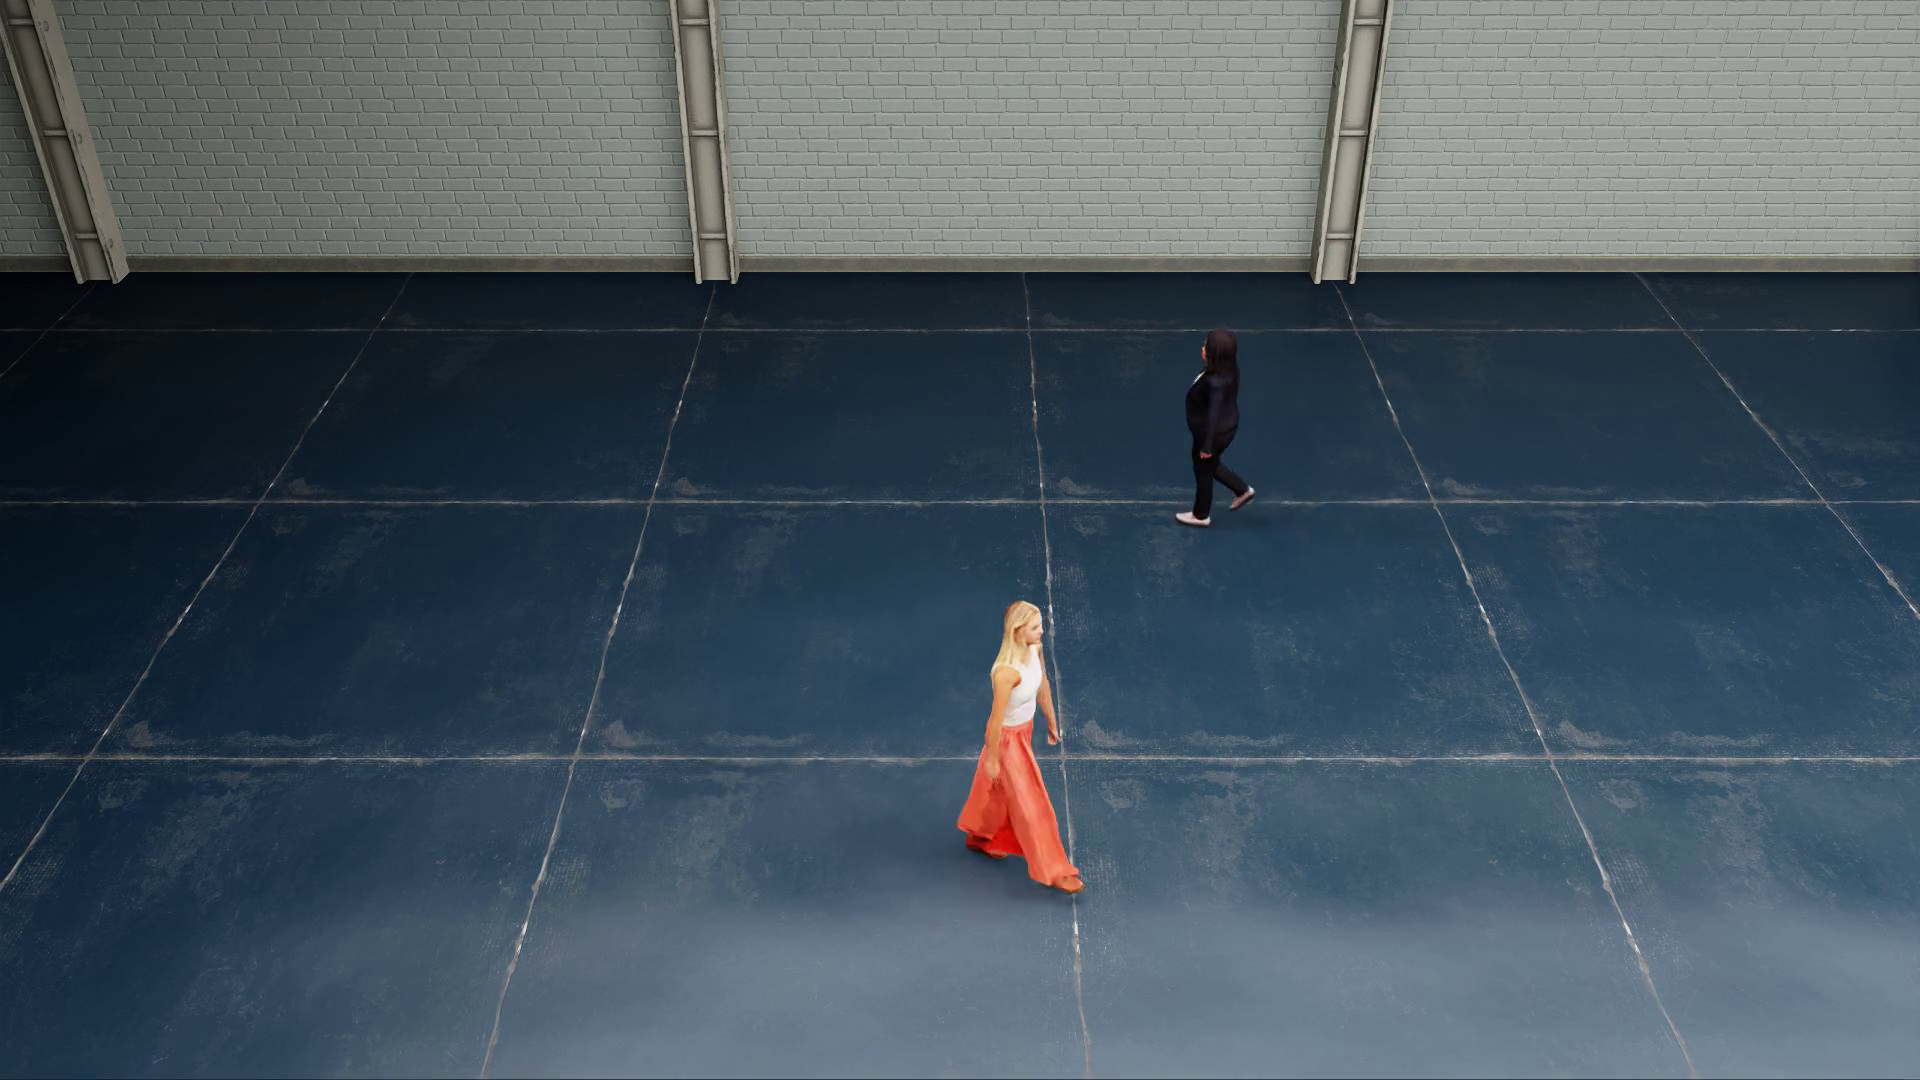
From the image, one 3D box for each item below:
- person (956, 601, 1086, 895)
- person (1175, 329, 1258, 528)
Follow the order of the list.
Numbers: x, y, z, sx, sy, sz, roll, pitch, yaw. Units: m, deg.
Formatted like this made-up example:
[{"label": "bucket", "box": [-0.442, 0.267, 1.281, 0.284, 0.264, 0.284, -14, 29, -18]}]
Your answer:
[{"label": "person", "box": [0.195, 1.066, 9.024, 1.194, 1.773, 0.971, 15, 36, 22]}, {"label": "person", "box": [1.908, -0.780, 12.019, 0.867, 1.601, 0.725, 6, 34, 10]}]
